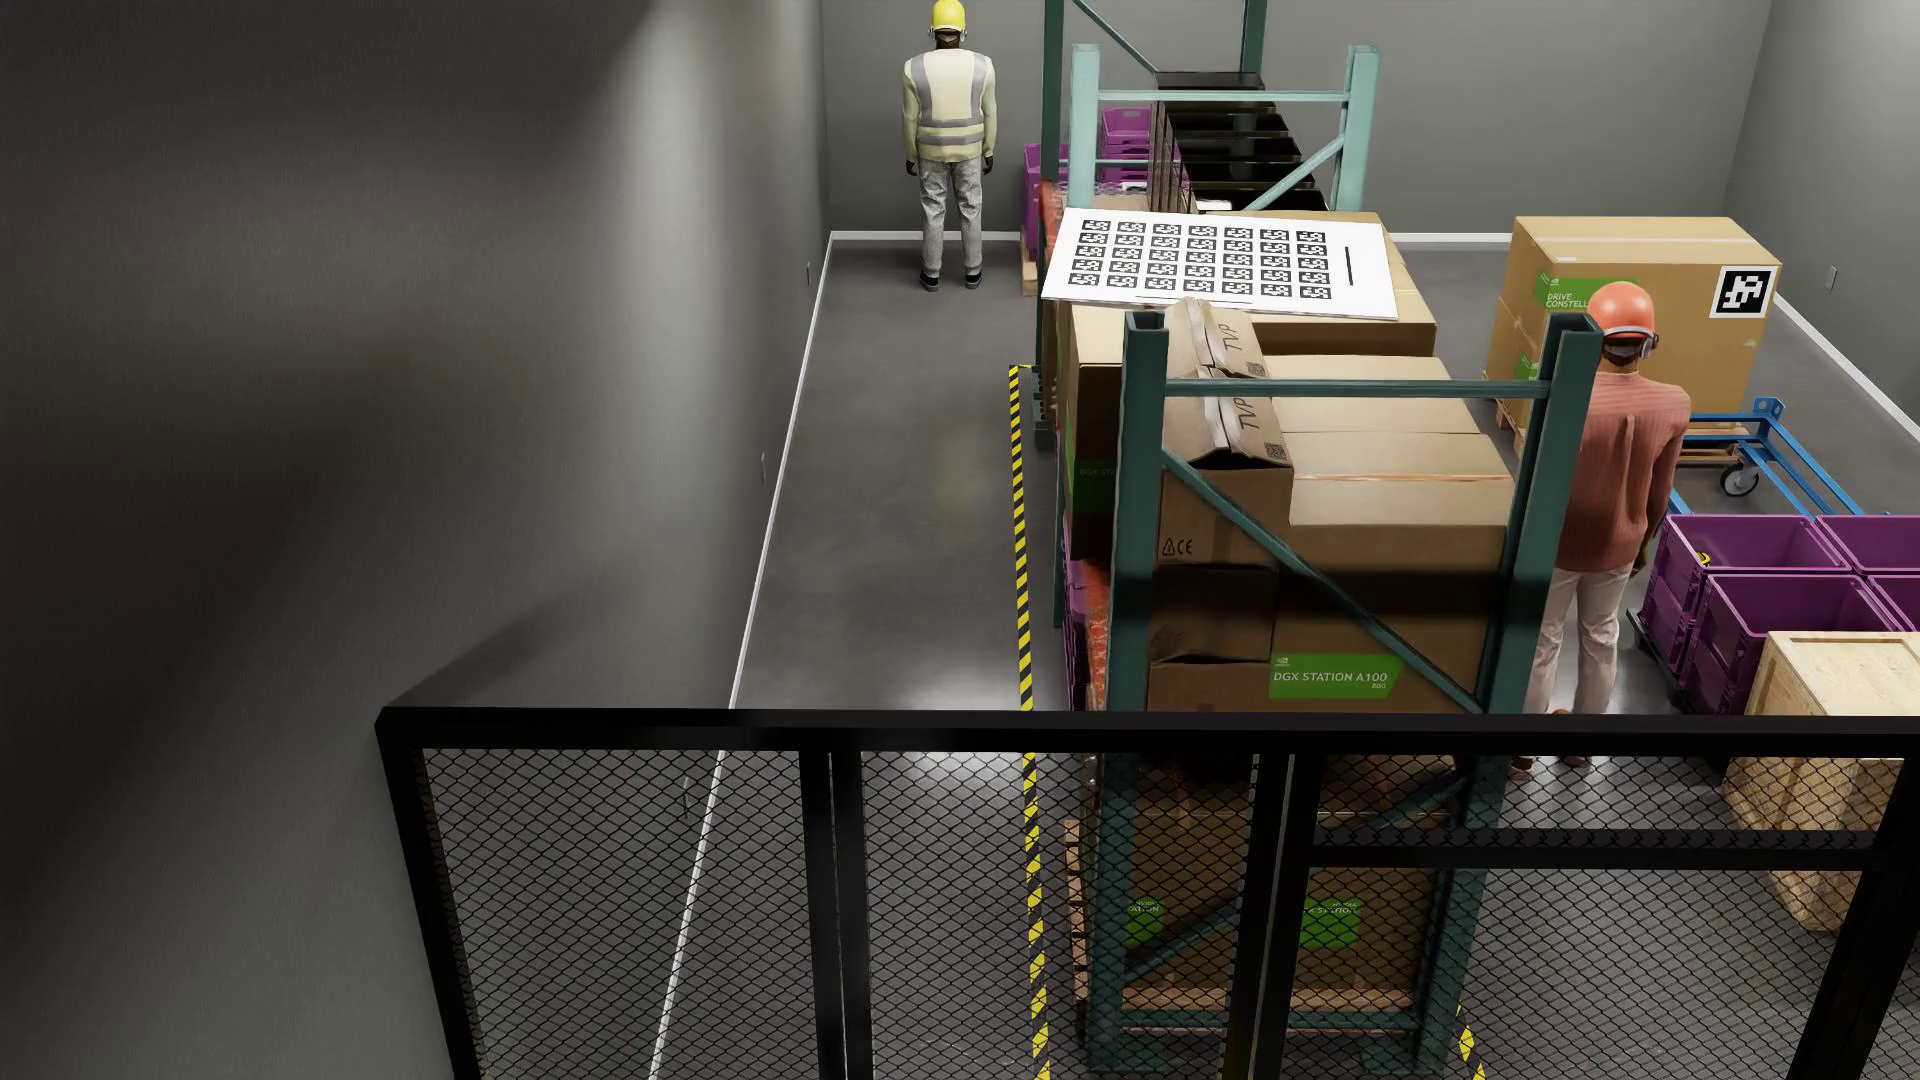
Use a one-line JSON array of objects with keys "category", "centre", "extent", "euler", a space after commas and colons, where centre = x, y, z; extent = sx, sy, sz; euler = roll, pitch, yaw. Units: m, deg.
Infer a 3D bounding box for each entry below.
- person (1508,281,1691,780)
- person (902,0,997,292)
[{"category": "person", "centre": [2.292, -0.002, 6.174], "extent": [0.616, 1.983, 0.404], "euler": [-6, 32, -10]}, {"category": "person", "centre": [-0.066, -2.453, 10.390], "extent": [0.590, 1.833, 0.404], "euler": [-4, 31, -6]}]
